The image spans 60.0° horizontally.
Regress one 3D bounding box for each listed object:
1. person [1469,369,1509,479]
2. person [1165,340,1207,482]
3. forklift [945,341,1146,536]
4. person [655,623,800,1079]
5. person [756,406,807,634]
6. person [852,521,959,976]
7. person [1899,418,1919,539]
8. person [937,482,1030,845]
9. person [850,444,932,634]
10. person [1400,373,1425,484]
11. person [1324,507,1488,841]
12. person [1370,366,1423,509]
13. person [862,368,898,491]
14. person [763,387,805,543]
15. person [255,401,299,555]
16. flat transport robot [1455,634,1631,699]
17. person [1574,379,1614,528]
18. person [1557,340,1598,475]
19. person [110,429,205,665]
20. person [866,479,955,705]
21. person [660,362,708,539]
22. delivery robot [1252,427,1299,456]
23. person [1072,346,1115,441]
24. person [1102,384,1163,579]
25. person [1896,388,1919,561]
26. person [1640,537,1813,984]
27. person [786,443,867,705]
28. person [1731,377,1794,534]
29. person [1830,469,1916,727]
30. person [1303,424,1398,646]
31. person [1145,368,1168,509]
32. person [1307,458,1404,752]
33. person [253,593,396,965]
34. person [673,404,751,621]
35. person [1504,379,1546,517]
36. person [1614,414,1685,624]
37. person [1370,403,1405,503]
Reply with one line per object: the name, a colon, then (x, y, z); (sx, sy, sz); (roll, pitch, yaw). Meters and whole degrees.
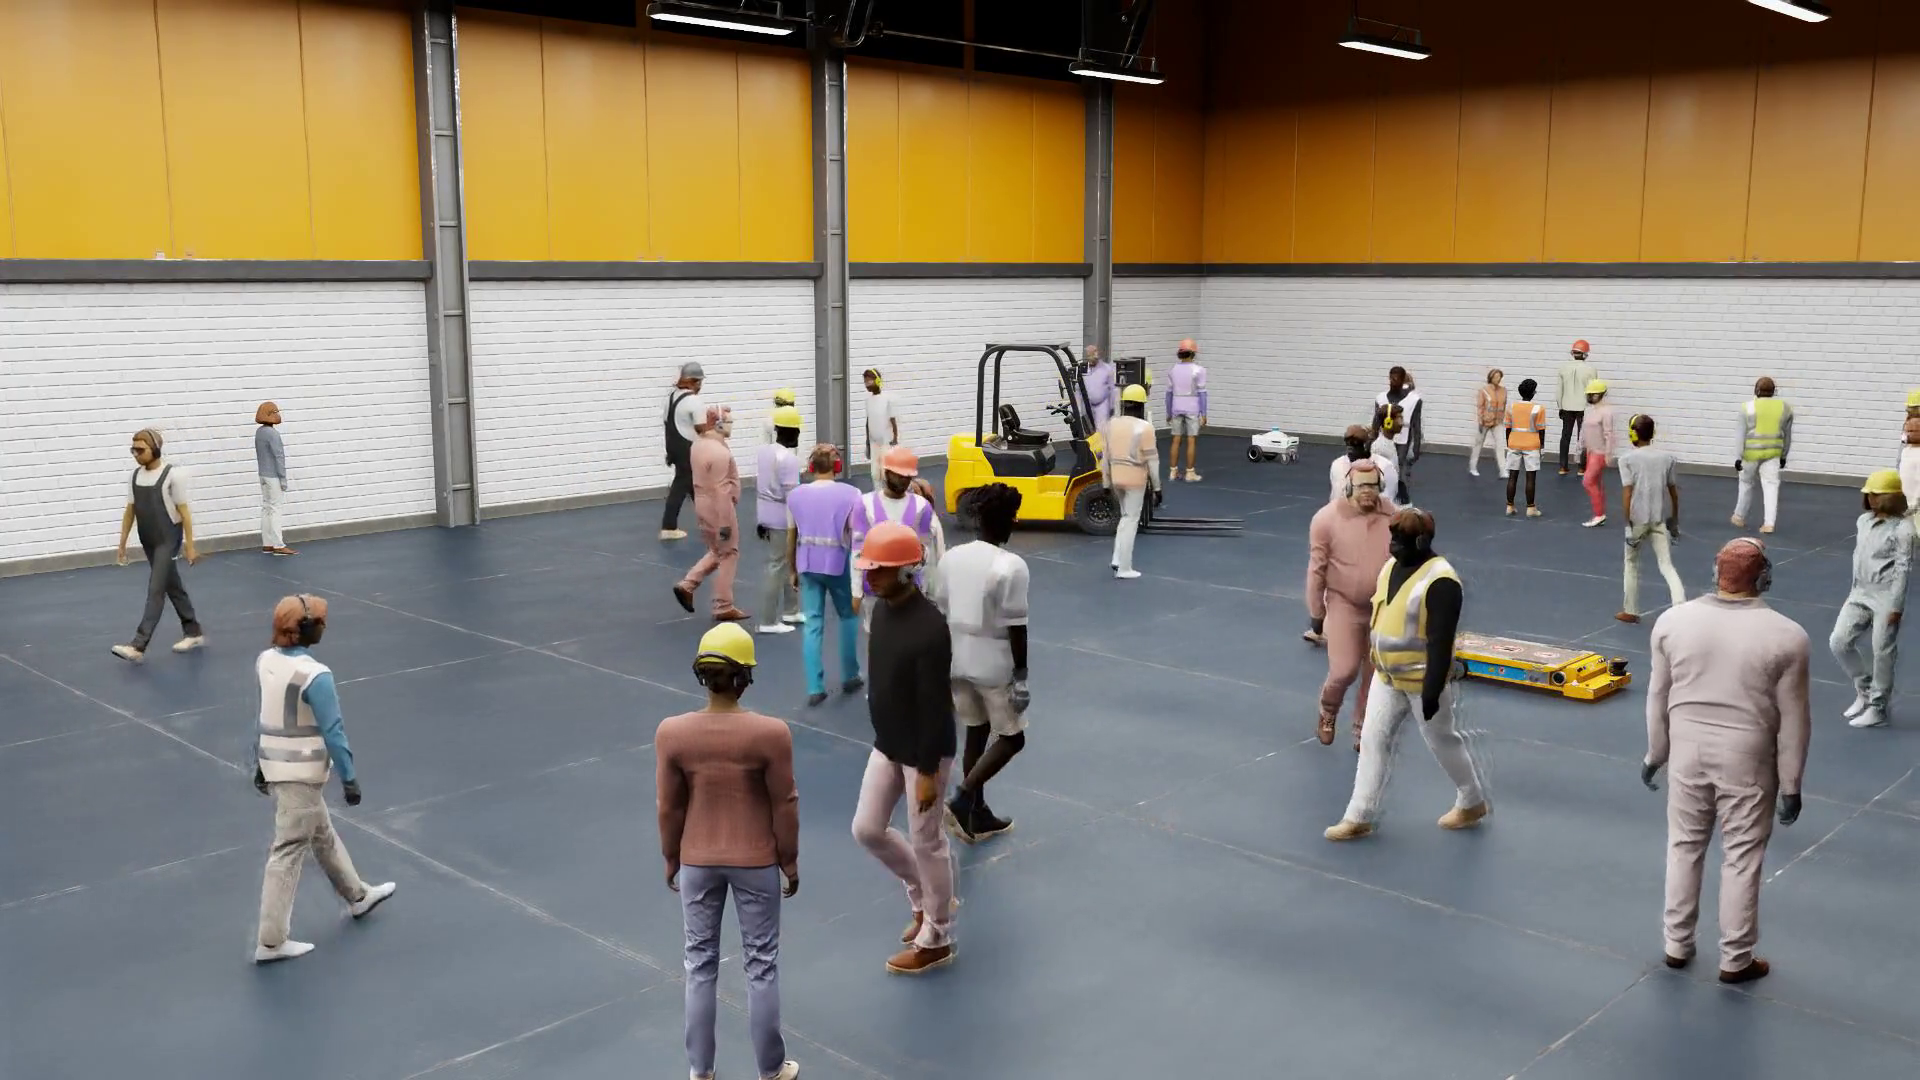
person: (7.703, -1.687, 24.145); (0.535, 1.588, 0.875); (-3, 10, -15)
person: (3.223, -1.835, 23.770); (0.650, 2.022, 0.492); (5, 10, 27)
forklift: (0.977, -1.223, 19.452); (2.313, 2.155, 1.214); (2, 9, 11)
person: (-0.840, 1.174, 6.093); (0.523, 1.760, 0.328); (1, 9, 6)
person: (-1.403, -0.168, 13.866); (0.703, 1.898, 0.628); (-5, 11, -28)
person: (-0.241, 0.895, 7.119); (0.459, 1.975, 0.640); (-6, 11, -32)
person: (9.299, -0.386, 16.143); (0.813, 1.602, 0.504); (0, 9, 0)
person: (0.085, 0.664, 8.652); (0.558, 1.944, 0.611); (-9, 13, -44)
person: (-0.466, 0.279, 11.168); (0.561, 1.900, 0.942); (-1, 9, -8)
person: (6.124, -1.500, 22.901); (0.522, 1.618, 0.417); (2, 9, 11)
person: (2.452, 0.711, 8.844); (0.961, 1.800, 0.628); (-4, 10, -21)
person: (5.277, -1.170, 20.076); (0.600, 1.883, 0.951); (9, 13, 44)
person: (-0.900, -1.174, 20.296); (0.548, 1.826, 0.623); (9, 13, 43)
person: (-1.980, -0.804, 18.256); (0.533, 1.747, 0.699); (5, 10, 27)
person: (-7.299, -0.655, 17.680); (0.500, 1.636, 0.284); (9, 13, 42)
flat transport robot: (4.118, 0.906, 12.284); (1.431, 0.197, 0.652); (9, 13, 43)
person: (7.426, -1.008, 19.492); (0.459, 1.749, 0.519); (-1, 9, -4)
person: (9.100, -1.949, 24.513); (0.612, 1.995, 0.377); (9, 13, 42)
person: (-6.285, 0.046, 12.892); (0.539, 1.792, 0.964); (4, 10, 22)
person: (-0.322, 0.367, 11.487); (0.778, 1.596, 0.544); (2, 9, 10)
person: (-3.022, -1.050, 18.865); (1.027, 2.000, 0.700); (-7, 11, -35)
delivery robot: (4.937, -1.527, 26.041); (0.707, 0.478, 0.477); (9, 13, 43)
person: (2.041, -2.047, 25.530); (0.666, 1.863, 0.836); (2, 9, 11)
person: (1.688, -0.567, 16.287); (0.490, 1.907, 0.607); (-9, 13, -43)
person: (9.983, -0.663, 17.186); (0.607, 1.809, 0.591); (4, 10, 23)
person: (3.285, 0.940, 7.156); (0.686, 1.898, 0.425); (8, 12, 40)
person: (-0.910, 0.216, 11.780); (0.611, 1.811, 0.807); (2, 10, 14)
person: (9.270, -0.984, 19.234); (0.648, 1.790, 0.980); (1, 9, 8)
person: (6.021, 0.389, 10.964); (0.377, 1.726, 0.512); (-2, 9, -12)
person: (3.190, -0.033, 13.396); (0.621, 1.791, 0.950); (8, 12, 42)
person: (2.313, -1.232, 20.713); (0.752, 1.801, 0.609); (2, 9, 12)
person: (2.482, 0.427, 10.278); (0.648, 1.888, 0.465); (-1, 9, -7)
person: (-2.852, 1.031, 7.439); (0.551, 1.599, 0.827); (8, 12, 40)
person: (-2.128, -0.227, 14.288); (0.531, 1.884, 0.653); (-5, 11, -29)
person: (6.925, -1.127, 20.390); (0.535, 1.697, 0.318); (9, 13, 42)
person: (5.818, -0.131, 13.925); (0.550, 1.825, 0.894); (-1, 9, -3)
person: (3.807, -0.338, 15.152); (0.934, 1.835, 0.532); (4, 10, 21)
